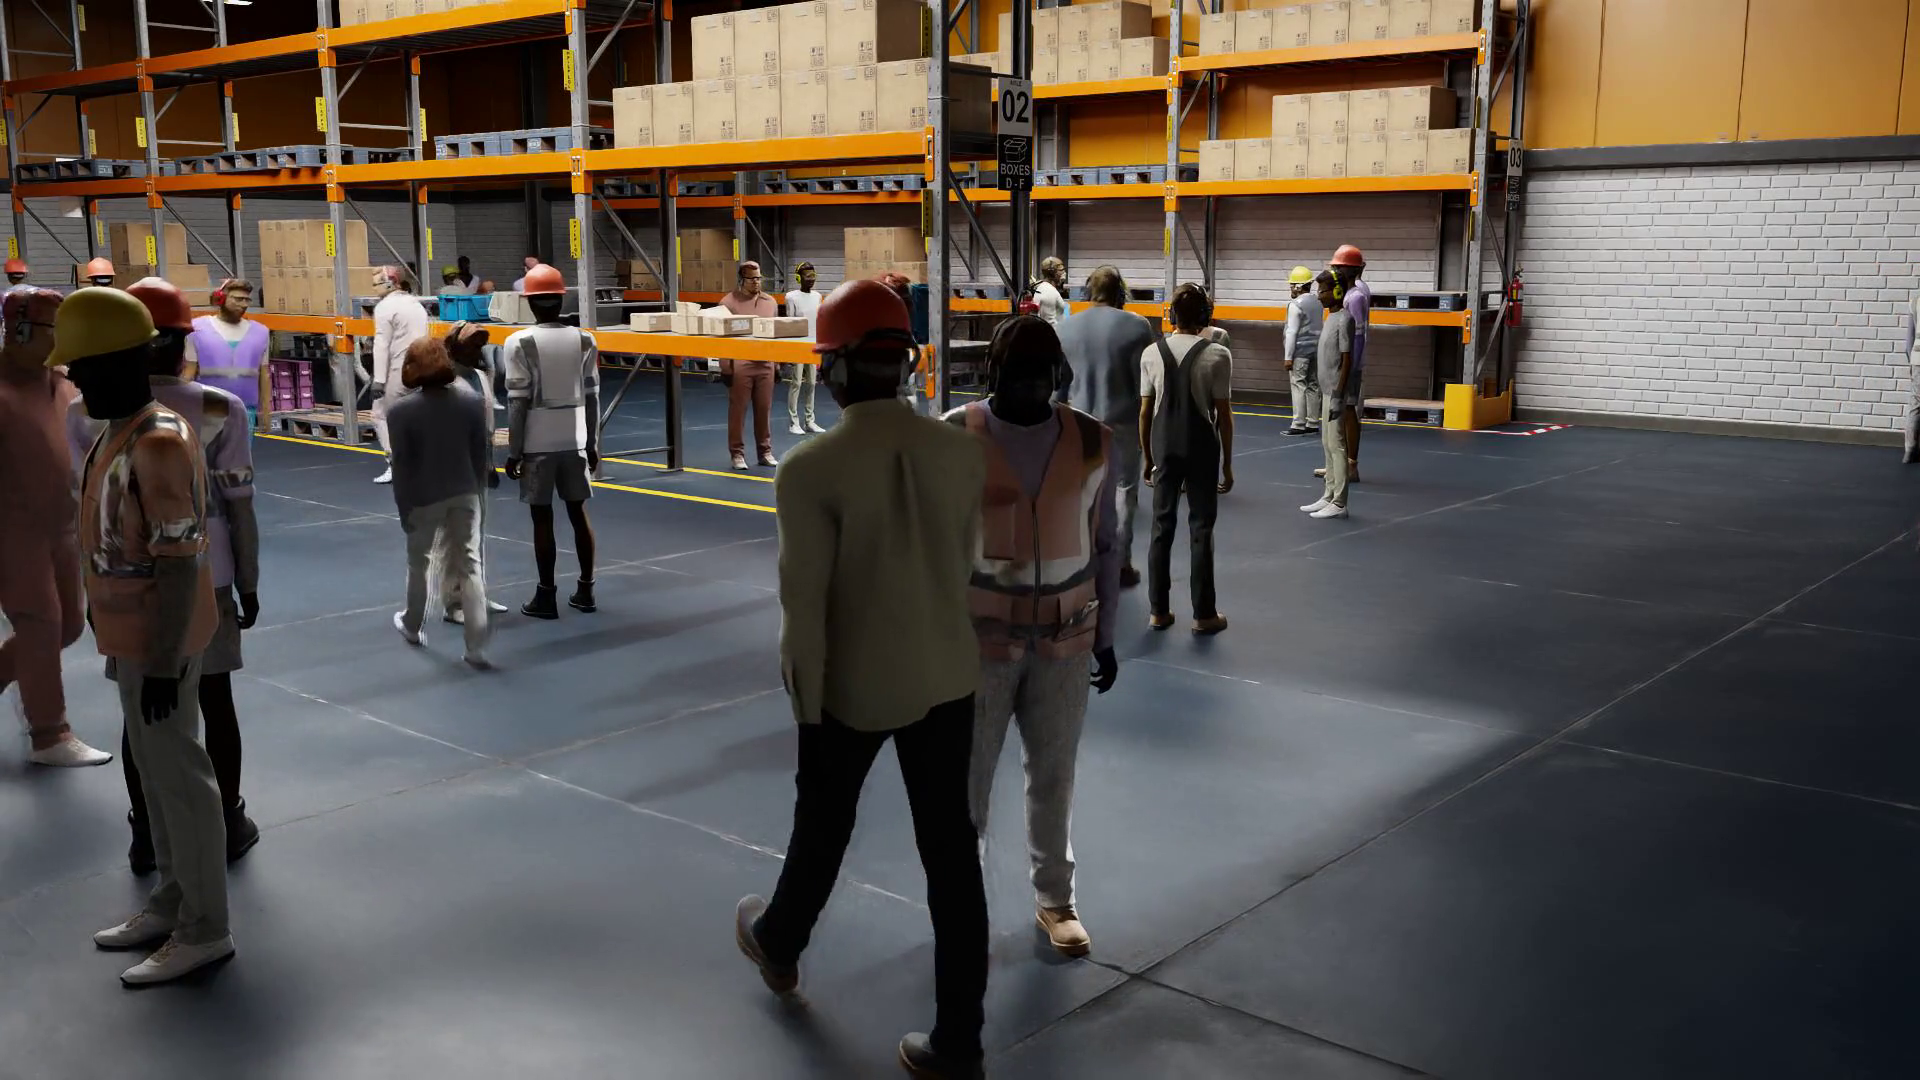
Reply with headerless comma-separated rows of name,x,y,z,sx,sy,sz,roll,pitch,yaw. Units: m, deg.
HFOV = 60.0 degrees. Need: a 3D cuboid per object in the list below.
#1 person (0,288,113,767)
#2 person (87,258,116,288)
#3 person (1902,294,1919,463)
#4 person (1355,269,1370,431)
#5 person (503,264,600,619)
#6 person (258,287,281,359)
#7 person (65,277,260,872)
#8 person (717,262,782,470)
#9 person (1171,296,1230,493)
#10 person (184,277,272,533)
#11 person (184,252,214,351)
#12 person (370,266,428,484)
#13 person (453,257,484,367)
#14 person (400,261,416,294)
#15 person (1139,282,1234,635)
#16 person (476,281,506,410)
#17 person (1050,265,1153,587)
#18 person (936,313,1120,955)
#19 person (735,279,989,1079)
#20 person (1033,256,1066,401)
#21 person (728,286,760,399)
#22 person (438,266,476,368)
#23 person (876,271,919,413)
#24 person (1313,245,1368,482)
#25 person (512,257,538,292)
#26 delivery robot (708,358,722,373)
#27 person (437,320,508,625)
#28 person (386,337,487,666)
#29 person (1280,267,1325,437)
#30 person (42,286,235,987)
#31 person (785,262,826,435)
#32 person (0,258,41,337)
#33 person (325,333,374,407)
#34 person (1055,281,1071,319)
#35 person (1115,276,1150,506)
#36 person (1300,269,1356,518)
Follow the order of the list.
person,-3.701,-0.045,6.505,0.673,1.876,0.678,1,10,7
person,-7.739,-1.592,15.144,0.373,1.933,0.550,7,12,34
person,9.101,-1.654,15.490,0.401,1.938,0.602,-3,10,-18
person,4.297,-2.140,18.258,0.365,1.939,0.636,4,11,23
person,-2.244,-0.536,9.129,0.553,1.934,0.357,-9,13,-40
person,-11.759,-3.774,28.458,0.508,1.623,0.293,4,11,23
person,-2.585,0.114,5.454,0.543,1.929,0.380,-4,11,-24
person,-1.910,-1.596,15.278,0.642,1.900,0.404,-8,13,-40
person,1.979,-1.197,13.720,0.521,1.645,0.306,4,11,23
person,-5.073,-0.901,11.525,0.614,1.822,0.467,-8,13,-39
person,-10.955,-3.138,23.645,0.693,2.000,0.738,-3,10,-15
person,-4.759,-1.395,14.214,0.645,1.870,0.735,3,10,15
person,-8.353,-3.852,28.203,0.603,1.865,0.954,-8,13,-38
person,-9.342,-3.836,28.299,0.804,1.815,0.643,2,10,9
person,1.195,-0.422,8.741,0.514,1.845,0.339,5,11,26
person,-5.935,-2.448,20.901,0.444,1.618,0.529,5,11,27
person,0.833,-0.677,9.980,0.655,1.917,0.446,4,11,24
person,0.168,0.284,4.734,0.623,1.844,0.429,-2,10,-12
person,-0.239,0.331,4.164,0.605,1.932,1.036,-6,11,-29
person,0.924,-1.939,17.111,0.372,1.940,0.627,-1,10,-4
person,-2.814,-2.692,22.126,0.711,1.693,0.521,6,12,32
person,-8.161,-3.561,26.891,0.761,1.736,0.527,8,13,39
person,-0.425,-0.673,10.058,0.337,1.882,0.584,2,10,13
person,3.319,-1.520,14.416,0.360,2.047,0.615,0,10,-2
person,-5.876,-2.939,22.930,0.658,1.904,0.437,-6,12,-31
delivery robot,-3.455,-2.664,24.907,0.707,0.478,0.477,9,13,41
person,-2.686,-0.372,9.041,0.312,1.639,0.512,2,10,14
person,-2.574,-0.201,8.210,0.507,1.588,0.863,-6,12,-33
person,3.679,-2.019,17.905,0.404,1.826,0.592,9,14,43
person,-2.268,0.264,4.622,0.373,1.920,0.585,-7,12,-36
person,-1.677,-2.076,18.114,0.518,1.862,0.327,-10,14,-44
person,-11.199,-2.425,19.964,0.822,1.919,0.551,9,14,43
person,-7.724,-2.549,20.977,0.772,1.809,0.600,7,12,35
person,1.129,-2.274,19.707,0.541,1.696,0.313,-9,13,-42
person,1.196,-1.160,12.987,0.600,1.827,0.404,-4,11,-20
person,2.790,-1.093,12.510,0.329,1.865,0.509,0,10,0
